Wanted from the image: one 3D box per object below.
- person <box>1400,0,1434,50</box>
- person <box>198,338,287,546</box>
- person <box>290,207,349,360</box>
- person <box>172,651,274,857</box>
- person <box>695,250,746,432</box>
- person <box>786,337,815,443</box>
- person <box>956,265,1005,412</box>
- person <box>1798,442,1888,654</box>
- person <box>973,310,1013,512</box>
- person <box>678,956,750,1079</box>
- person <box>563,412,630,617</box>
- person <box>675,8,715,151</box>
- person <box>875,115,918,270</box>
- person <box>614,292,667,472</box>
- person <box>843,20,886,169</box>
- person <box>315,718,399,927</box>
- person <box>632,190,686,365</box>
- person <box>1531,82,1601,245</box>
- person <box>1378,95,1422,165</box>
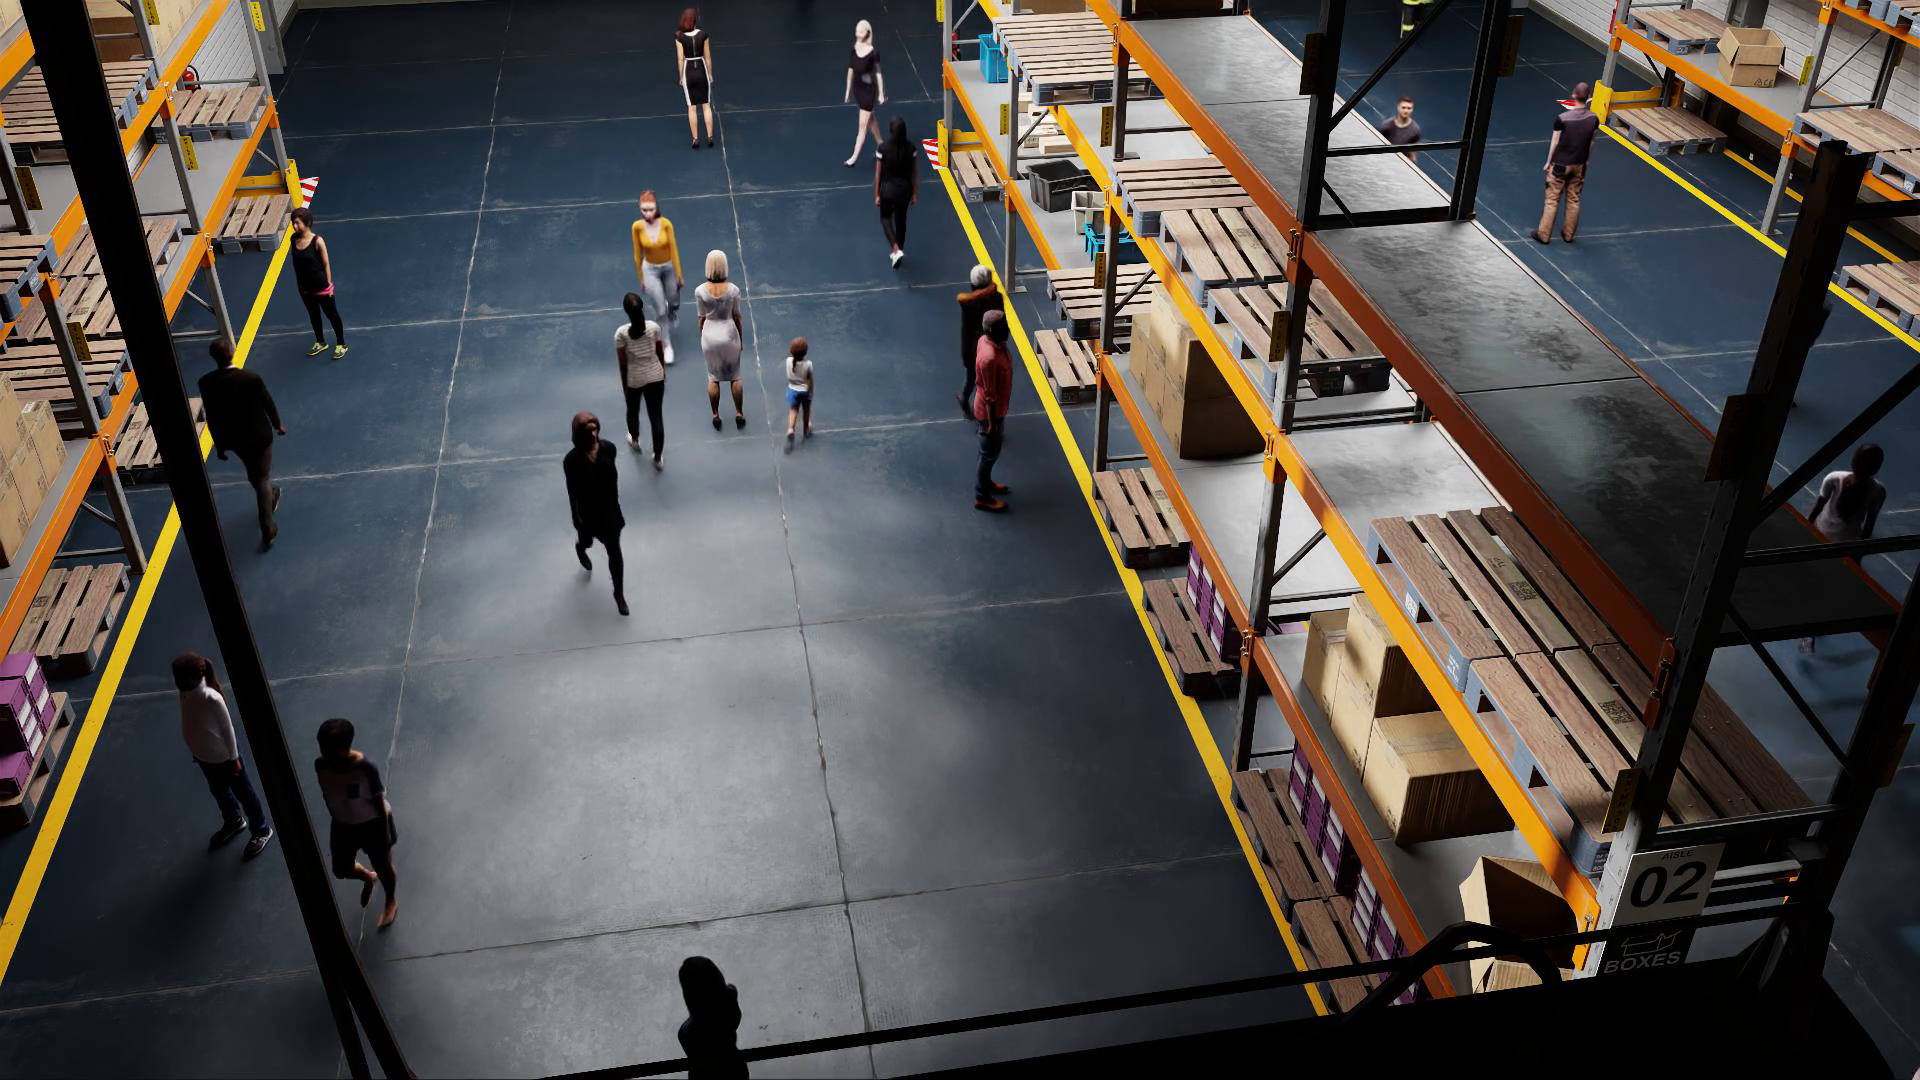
[{"bbox_3d":[6.847,-8.328,24.868,0.802,1.856,0.801,0,34,0],"label":"person"},{"bbox_3d":[-5.829,-0.785,13.600,0.712,1.766,1.059,-3,34,-5],"label":"person"},{"bbox_3d":[-6.382,-2.559,16.462,0.611,1.553,0.625,9,35,13],"label":"person"},{"bbox_3d":[-4.728,1.335,10.600,0.618,1.557,0.653,13,36,19],"label":"person"},{"bbox_3d":[-2.175,-1.813,15.164,0.561,1.748,0.510,-4,34,-6],"label":"person"},{"bbox_3d":[-1.482,-1.362,15.153,0.547,1.009,0.705,7,34,10],"label":"person"},{"bbox_3d":[0.253,-1.692,15.121,0.741,1.594,1.067,-10,35,-15],"label":"person"},{"bbox_3d":[6.493,0.077,12.377,0.951,1.686,1.183,11,35,16],"label":"person"},{"bbox_3d":[0.259,-1.118,14.044,0.795,1.830,0.579,2,34,3],"label":"person"},{"bbox_3d":[-1.215,2.721,8.354,0.695,1.734,0.606,14,36,21],"label":"person"},{"bbox_3d":[-2.868,-0.254,12.890,0.877,1.669,1.148,-20,38,-27],"label":"person"},{"bbox_3d":[-3.369,-5.879,21.237,0.600,1.797,0.511,-9,35,-13],"label":"person"},{"bbox_3d":[-0.676,-3.731,18.079,0.683,1.714,0.908,-9,35,-14],"label":"person"},{"bbox_3d":[-2.749,-1.358,14.595,0.656,1.619,0.914,-10,35,-15],"label":"person"},{"bbox_3d":[-1.131,-5.578,20.799,1.123,1.780,1.196,20,39,28],"label":"person"},{"bbox_3d":[-3.621,1.658,10.115,0.616,1.557,0.636,2,34,3],"label":"person"},{"bbox_3d":[-2.963,-2.644,16.423,0.611,1.738,0.963,-8,34,-12],"label":"person"},{"bbox_3d":[6.854,-4.241,18.729,0.685,1.844,0.590,-4,34,-5],"label":"person"},{"bbox_3d":[4.855,-4.147,18.681,0.925,1.742,1.156,8,35,12],"label":"person"}]
